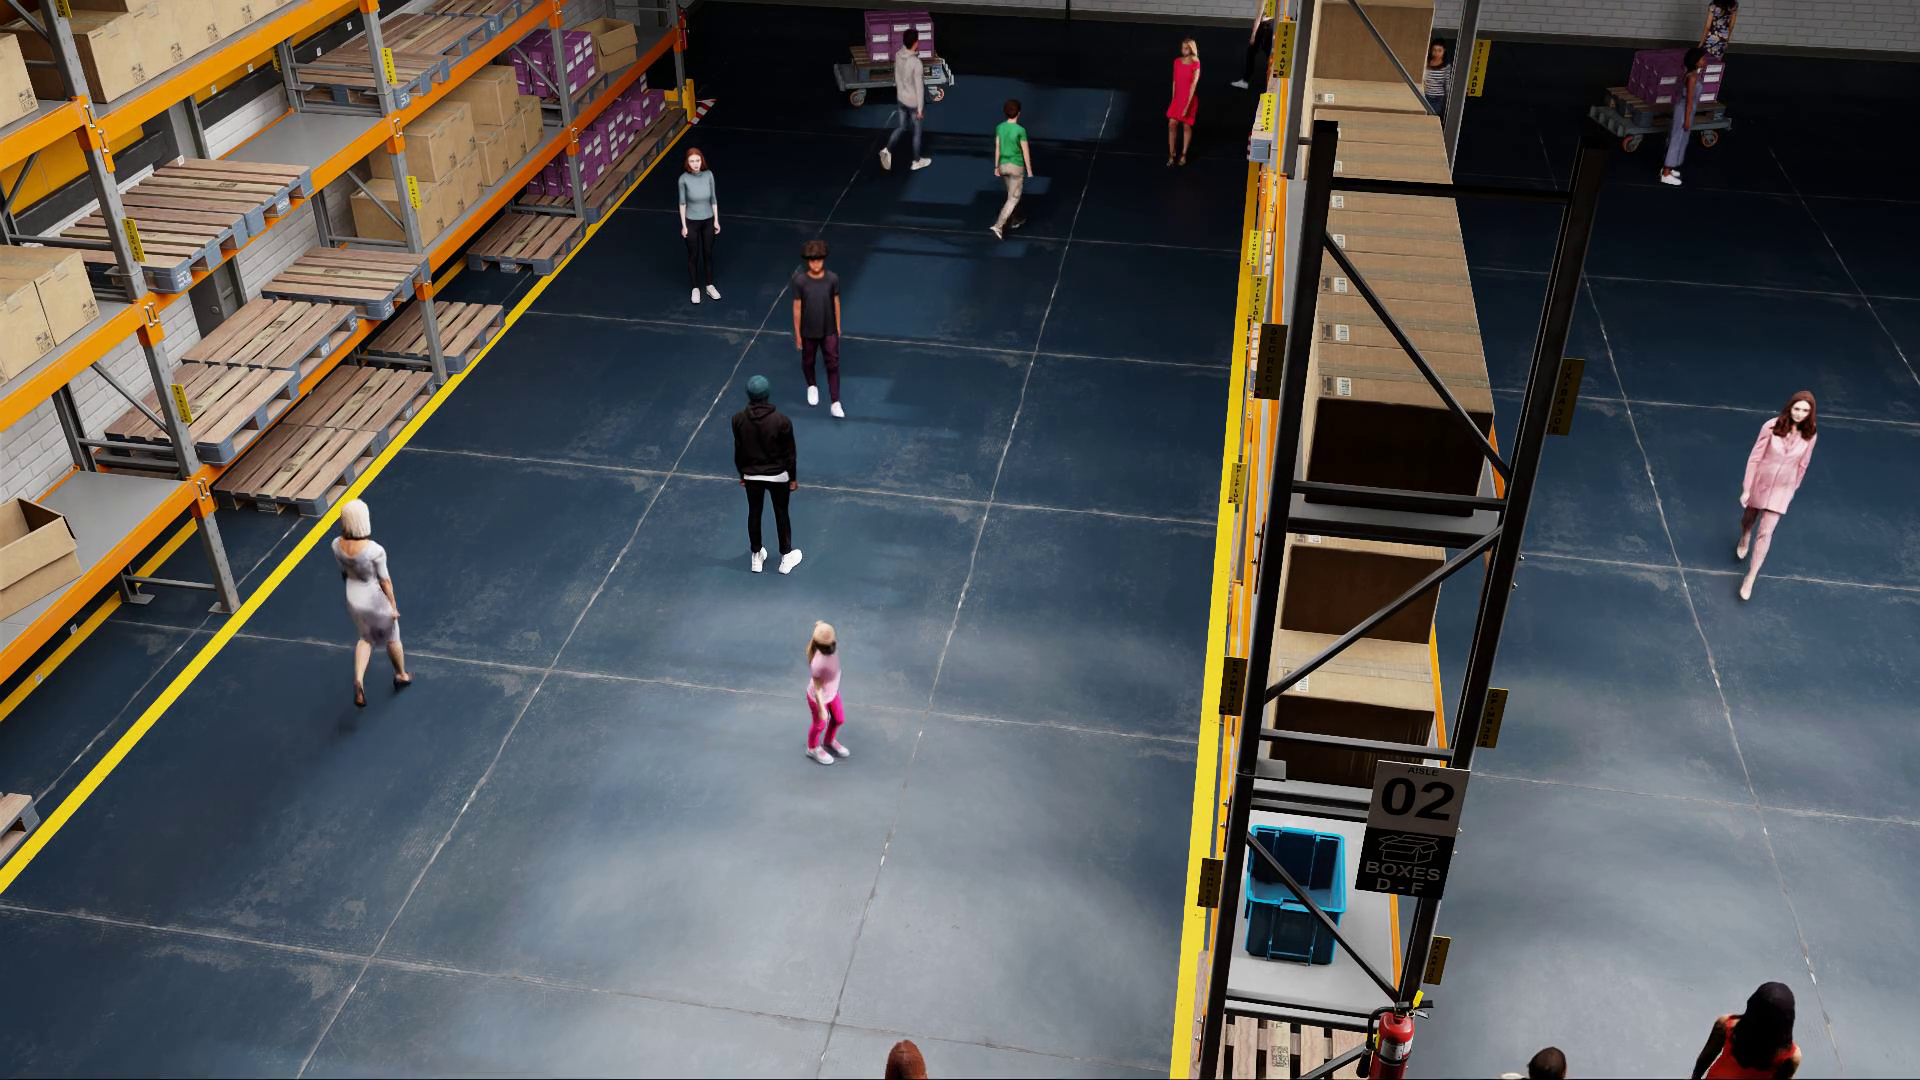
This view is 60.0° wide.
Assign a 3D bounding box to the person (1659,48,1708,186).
[{"bbox_3d":[9.170,-5.390,21.085,0.672,1.696,0.514,11,35,16],"label":"person"}]

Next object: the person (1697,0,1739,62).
[{"bbox_3d":[10.692,-7.054,23.552,0.652,1.736,0.613,-3,34,-5],"label":"person"}]

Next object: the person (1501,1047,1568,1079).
[{"bbox_3d":[2.862,3.129,8.488,0.681,1.452,0.655,-28,43,-36],"label":"person"}]

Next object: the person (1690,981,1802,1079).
[{"bbox_3d":[3.946,2.951,8.549,0.876,1.682,1.186,19,38,26],"label":"person"}]

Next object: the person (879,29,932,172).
[{"bbox_3d":[-0.719,-5.588,21.253,1.170,1.839,1.035,-28,43,-35],"label":"person"}]

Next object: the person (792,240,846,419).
[{"bbox_3d":[-1.391,-2.095,16.078,0.871,1.751,1.122,-6,34,-10],"label":"person"}]

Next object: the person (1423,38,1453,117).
[{"bbox_3d":[5.994,-5.525,21.253,0.689,1.734,1.147,2,34,4],"label":"person"}]

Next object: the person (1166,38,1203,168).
[{"bbox_3d":[2.961,-5.682,21.512,0.684,1.710,0.766,20,38,27],"label":"person"}]

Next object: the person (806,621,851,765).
[{"bbox_3d":[-0.996,1.066,11.771,0.636,1.254,0.572,11,35,16],"label":"person"}]

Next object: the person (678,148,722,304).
[{"bbox_3d":[-2.828,-3.431,18.096,0.670,1.742,0.692,-14,36,-20],"label":"person"}]

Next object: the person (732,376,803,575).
[{"bbox_3d":[-1.598,-0.547,13.688,0.668,1.818,0.562,5,34,7],"label":"person"}]

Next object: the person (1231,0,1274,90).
[{"bbox_3d":[4.460,-7.223,23.836,0.874,1.703,1.196,14,36,20],"label":"person"}]

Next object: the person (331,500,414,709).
[{"bbox_3d":[-4.356,0.499,12.192,0.573,1.733,0.866,6,34,9],"label":"person"}]

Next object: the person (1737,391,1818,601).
[{"bbox_3d":[6.609,-0.459,13.614,0.796,1.755,1.192,13,36,19],"label":"person"}]

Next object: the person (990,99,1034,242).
[{"bbox_3d":[0.578,-4.328,19.553,0.910,1.623,1.148,23,40,31],"label":"person"}]
